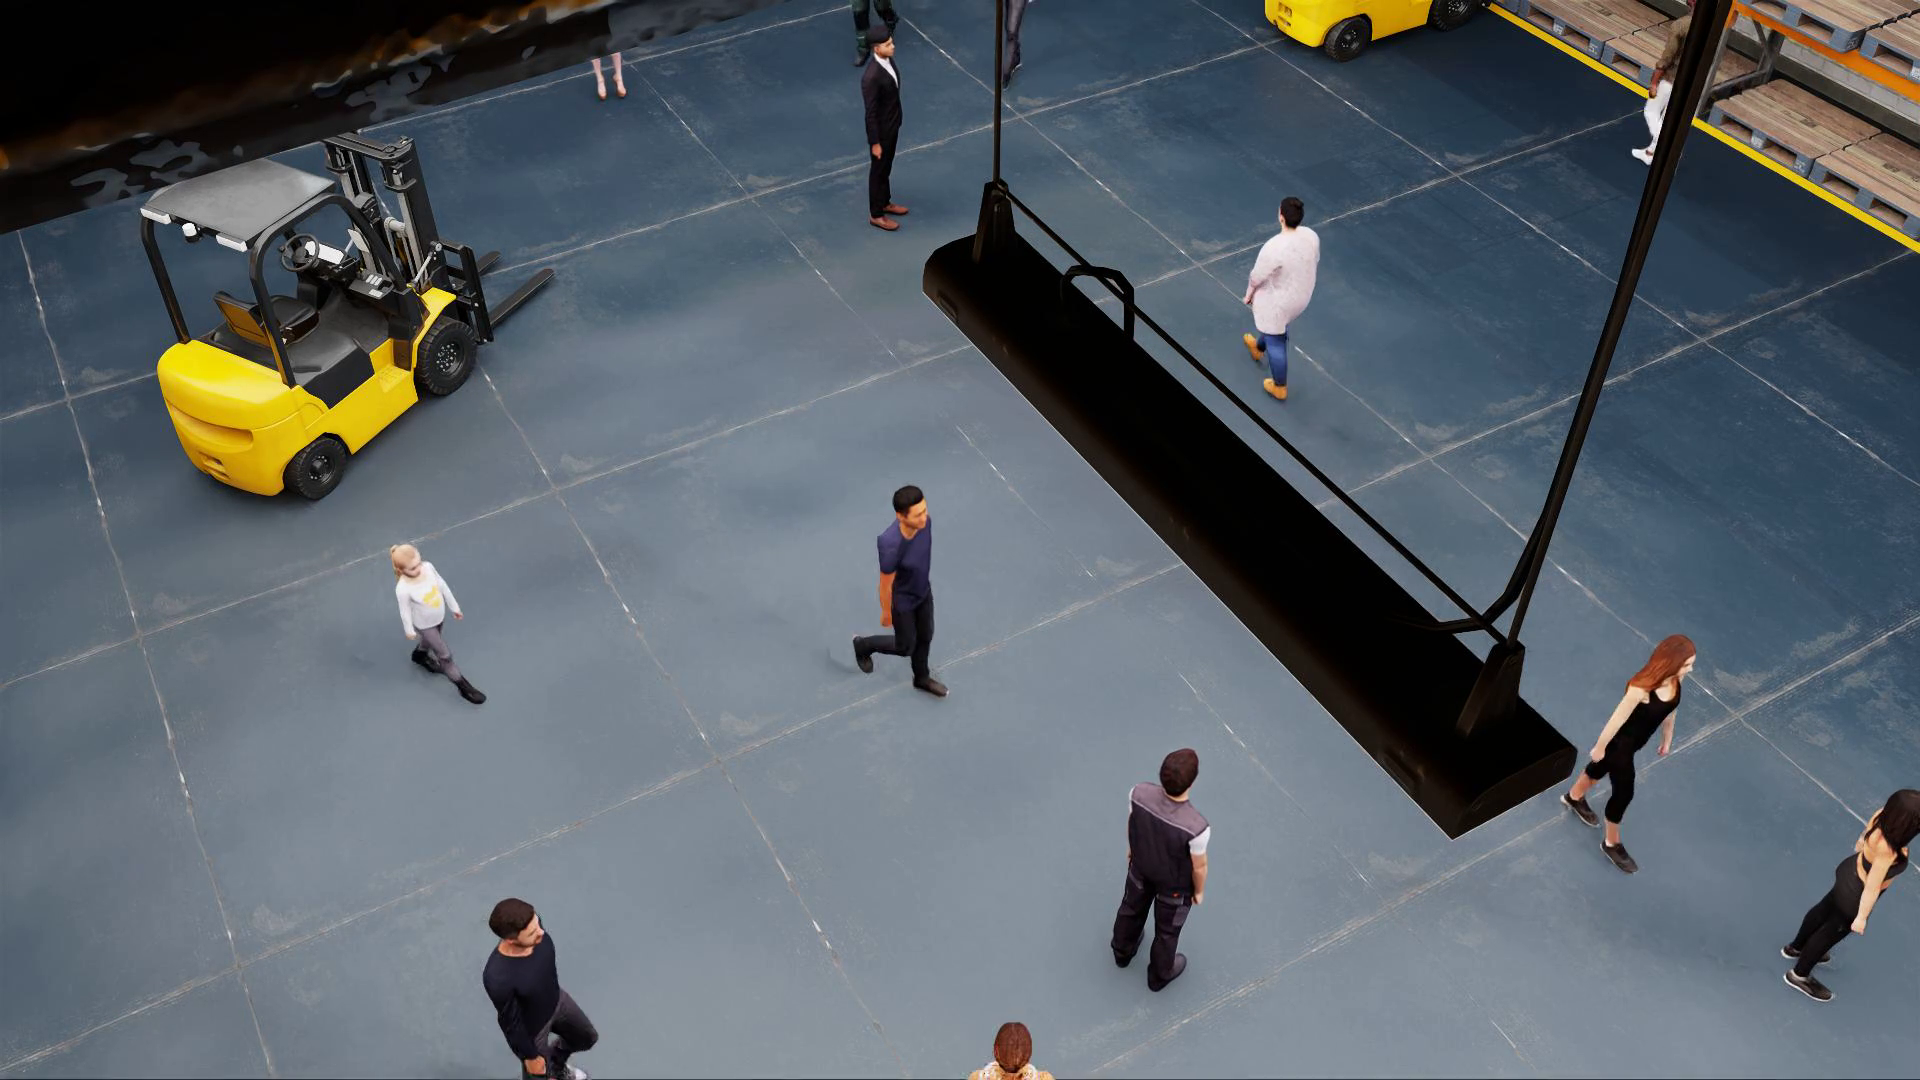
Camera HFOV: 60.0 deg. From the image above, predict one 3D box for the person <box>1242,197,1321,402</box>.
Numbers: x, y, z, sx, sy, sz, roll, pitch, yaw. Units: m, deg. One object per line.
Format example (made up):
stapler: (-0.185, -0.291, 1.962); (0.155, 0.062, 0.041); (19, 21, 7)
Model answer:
person: (2.527, -1.828, 12.809); (0.702, 1.717, 0.966); (-20, 47, -20)

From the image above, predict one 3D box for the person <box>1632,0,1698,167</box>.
person: (6.609, -4.170, 15.205); (0.788, 1.803, 0.907); (-15, 46, -15)

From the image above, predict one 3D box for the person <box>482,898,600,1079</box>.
person: (-2.212, 2.361, 8.312); (0.844, 1.855, 0.790); (13, 45, 13)

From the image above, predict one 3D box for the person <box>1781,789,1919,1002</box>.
person: (4.830, 1.872, 8.979); (0.678, 1.643, 0.635); (14, 45, 14)

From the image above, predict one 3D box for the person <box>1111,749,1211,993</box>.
person: (1.080, 1.775, 8.934); (0.643, 1.846, 0.782); (29, 51, 27)

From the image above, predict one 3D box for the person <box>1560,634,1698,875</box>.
person: (3.842, 1.110, 9.734); (0.613, 1.705, 0.889); (-23, 48, -22)

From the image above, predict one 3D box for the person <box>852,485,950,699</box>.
person: (-0.396, 0.310, 10.522); (1.039, 1.776, 0.899); (22, 48, 22)

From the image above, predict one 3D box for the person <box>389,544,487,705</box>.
person: (-3.468, 0.480, 10.720); (0.944, 1.256, 0.810); (17, 46, 17)

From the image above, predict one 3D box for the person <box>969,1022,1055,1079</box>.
person: (0.219, 2.898, 7.824); (0.968, 1.750, 1.215); (0, 44, 0)

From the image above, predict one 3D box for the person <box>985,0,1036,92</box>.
person: (0.551, -5.543, 16.551); (1.068, 1.934, 1.049); (19, 47, 19)

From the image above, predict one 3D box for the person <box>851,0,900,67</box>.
person: (-0.881, -5.831, 16.896); (1.115, 1.875, 1.159); (13, 45, 13)

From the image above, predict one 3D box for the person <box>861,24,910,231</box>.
person: (-0.690, -3.638, 14.587); (0.812, 1.884, 0.751); (10, 45, 11)
